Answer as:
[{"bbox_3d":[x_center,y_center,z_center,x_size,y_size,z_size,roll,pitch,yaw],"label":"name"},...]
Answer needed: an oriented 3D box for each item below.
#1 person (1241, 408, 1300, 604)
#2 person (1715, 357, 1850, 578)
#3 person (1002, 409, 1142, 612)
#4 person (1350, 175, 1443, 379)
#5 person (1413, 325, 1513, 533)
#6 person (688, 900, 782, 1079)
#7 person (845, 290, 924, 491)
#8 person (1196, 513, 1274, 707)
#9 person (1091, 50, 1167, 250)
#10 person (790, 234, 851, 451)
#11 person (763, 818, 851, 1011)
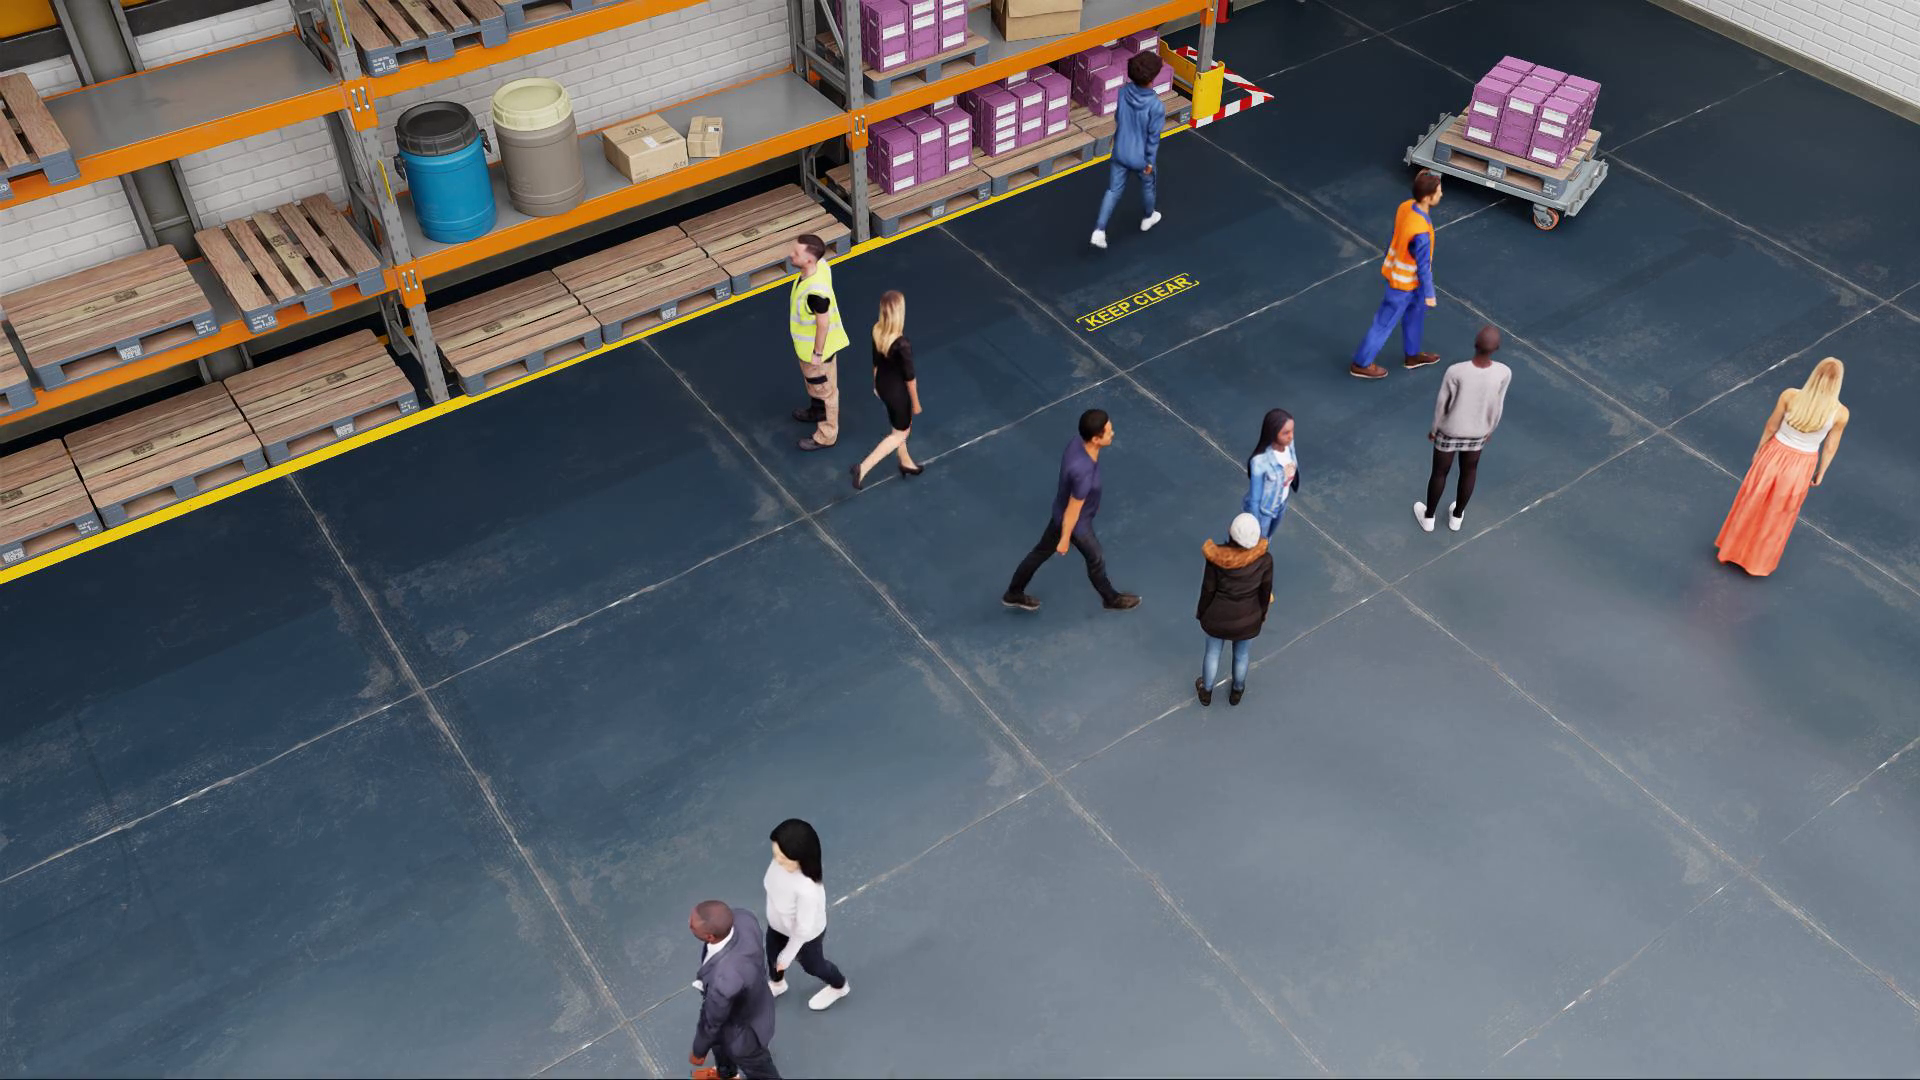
[{"bbox_3d":[2.018,-0.188,11.097,0.714,1.712,0.550,28,50,27],"label":"person"},{"bbox_3d":[5.631,-0.490,11.349,0.680,1.801,0.660,30,51,28],"label":"person"},{"bbox_3d":[0.656,-0.133,11.022,1.278,1.735,1.068,-1,44,-1],"label":"person"},{"bbox_3d":[3.355,-2.001,12.910,1.107,1.837,1.015,3,44,3],"label":"person"},{"bbox_3d":[3.533,-0.772,11.667,0.666,1.772,0.759,0,44,0],"label":"person"},{"bbox_3d":[-1.018,2.388,8.326,0.977,1.804,0.910,1,44,1],"label":"person"},{"bbox_3d":[-0.543,-1.016,12.009,0.903,1.651,0.592,-20,47,-20],"label":"person"},{"bbox_3d":[1.720,0.444,10.490,0.737,1.634,0.811,2,44,2],"label":"person"},{"bbox_3d":[1.449,-3.324,14.338,0.949,1.782,1.257,26,49,24],"label":"person"},{"bbox_3d":[-1.083,-1.499,12.375,0.878,1.847,0.838,-4,44,-5],"label":"person"},{"bbox_3d":[-0.774,2.002,8.822,0.791,1.678,0.673,-19,47,-19],"label":"person"}]
